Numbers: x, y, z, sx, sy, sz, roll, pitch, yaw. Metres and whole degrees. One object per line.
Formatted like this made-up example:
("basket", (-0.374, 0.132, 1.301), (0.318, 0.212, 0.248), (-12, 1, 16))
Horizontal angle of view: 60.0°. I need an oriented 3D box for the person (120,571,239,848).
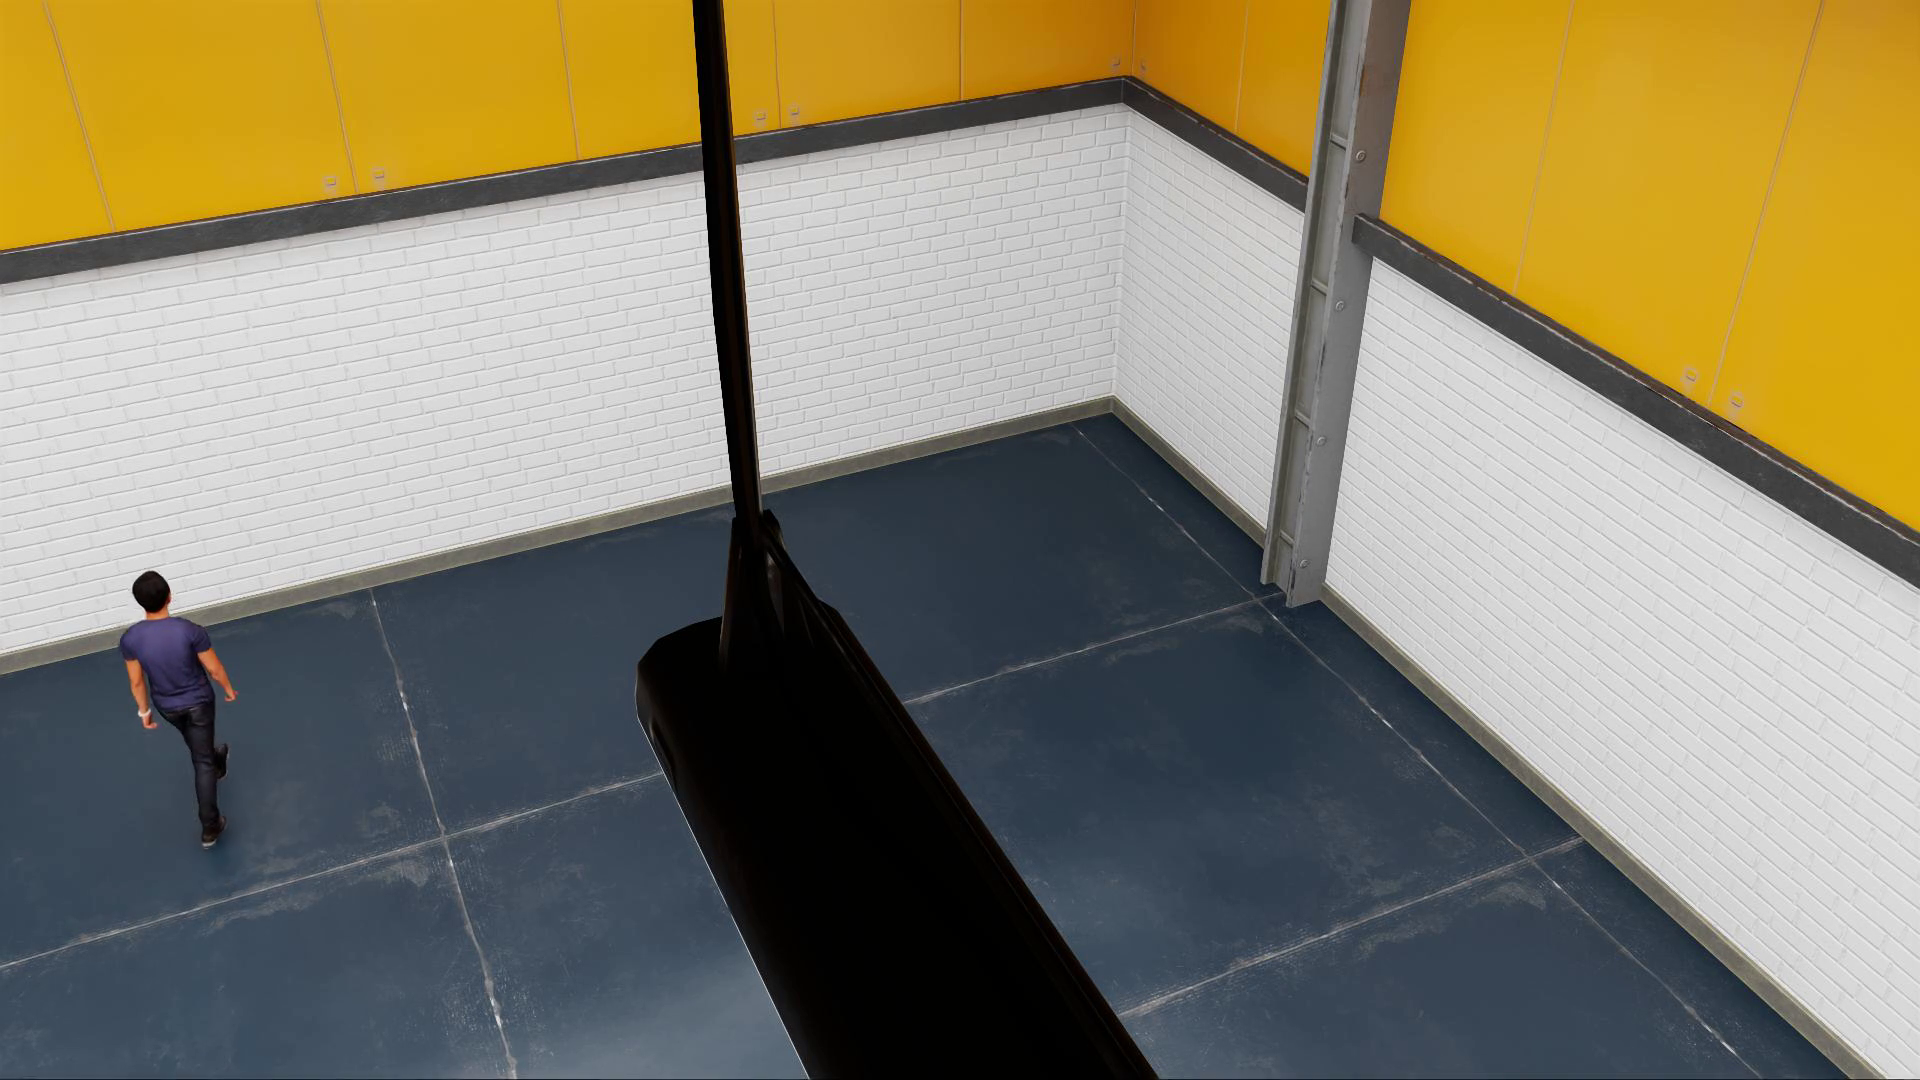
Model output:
("person", (-4.667, 1.046, 9.986), (0.869, 1.740, 1.217), (-5, 34, -8))
